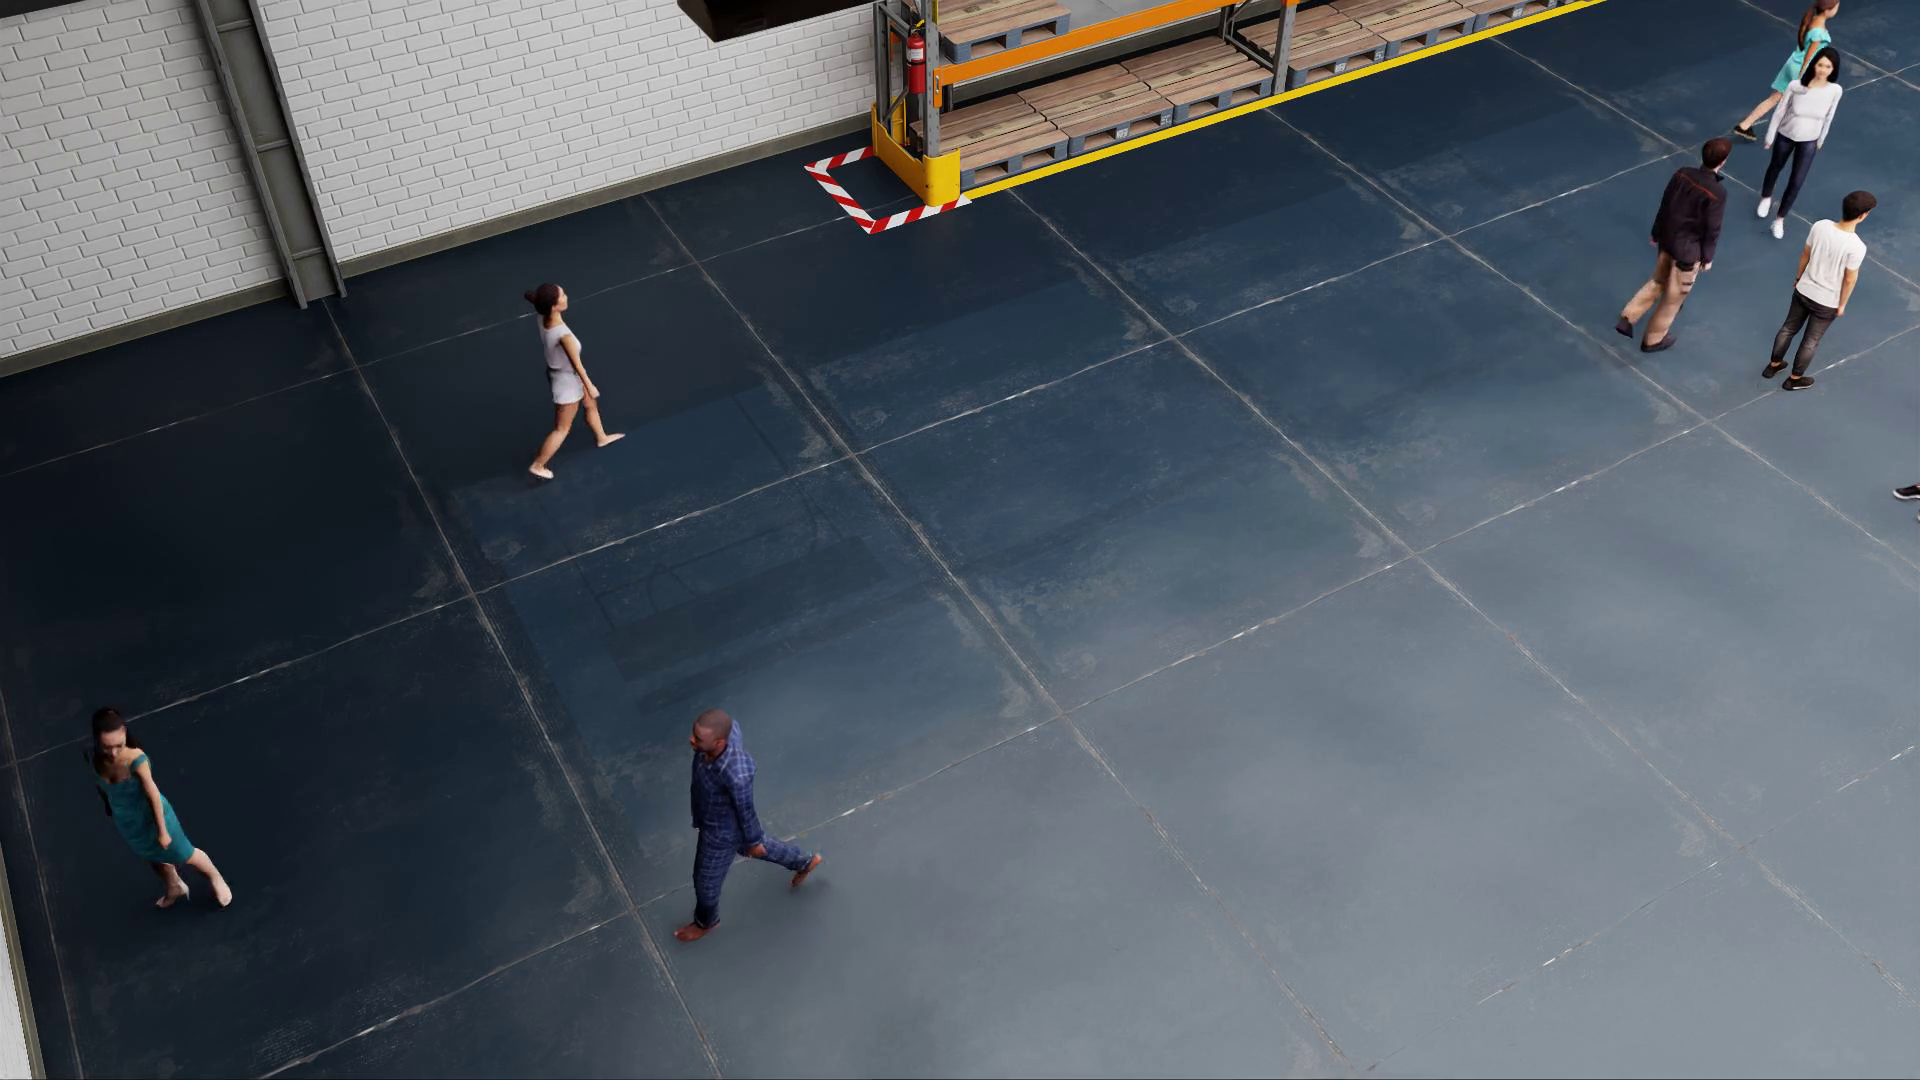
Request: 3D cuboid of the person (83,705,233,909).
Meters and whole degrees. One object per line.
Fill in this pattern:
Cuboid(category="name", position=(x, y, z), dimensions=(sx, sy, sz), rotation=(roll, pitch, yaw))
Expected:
Cuboid(category="person", position=(-4.573, 1.521, 9.262), dimensions=(0.694, 1.669, 0.734), rotation=(25, 49, 24))

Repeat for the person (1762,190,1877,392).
Cuboid(category="person", position=(6.644, -1.933, 12.853), dimensions=(0.521, 1.717, 0.618), rotation=(-21, 47, -20))

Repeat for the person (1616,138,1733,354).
Cuboid(category="person", position=(5.593, -2.258, 13.048), dimensions=(0.827, 1.917, 0.740), rotation=(-17, 46, -17))

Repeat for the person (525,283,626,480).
Cuboid(category="person", position=(-2.934, -1.130, 12.114), dimensions=(1.044, 1.573, 0.597), rotation=(-24, 49, -23))

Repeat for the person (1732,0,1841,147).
Cuboid(category="person", position=(7.777, -4.381, 15.563), dimensions=(1.121, 1.522, 0.928), rotation=(1, 44, 1))

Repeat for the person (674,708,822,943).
Cuboid(category="person", position=(-1.209, 1.513, 9.189), dimensions=(1.199, 1.780, 0.804), rotation=(-13, 45, -14))

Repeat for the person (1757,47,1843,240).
Cuboid(category="person", position=(7.347, -3.565, 14.596), dimensions=(0.914, 1.676, 0.998), rotation=(15, 46, 15))
